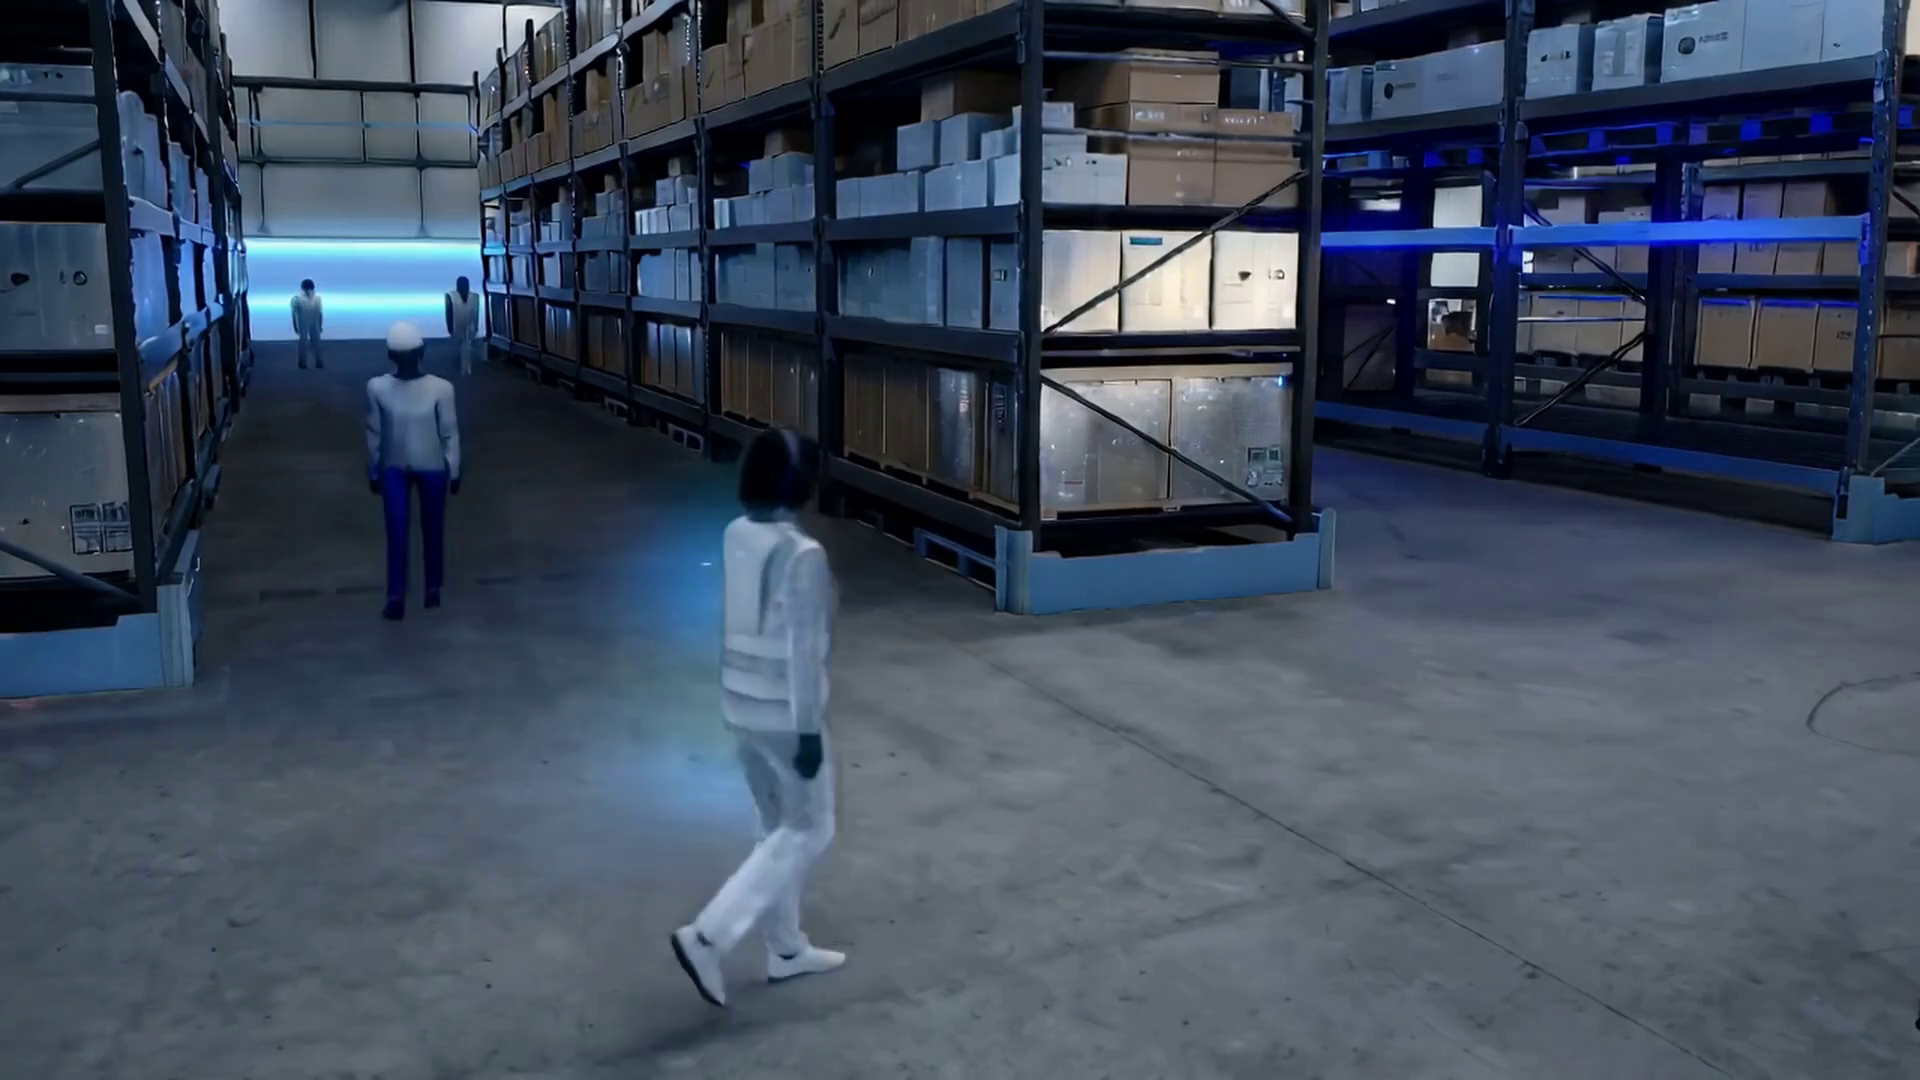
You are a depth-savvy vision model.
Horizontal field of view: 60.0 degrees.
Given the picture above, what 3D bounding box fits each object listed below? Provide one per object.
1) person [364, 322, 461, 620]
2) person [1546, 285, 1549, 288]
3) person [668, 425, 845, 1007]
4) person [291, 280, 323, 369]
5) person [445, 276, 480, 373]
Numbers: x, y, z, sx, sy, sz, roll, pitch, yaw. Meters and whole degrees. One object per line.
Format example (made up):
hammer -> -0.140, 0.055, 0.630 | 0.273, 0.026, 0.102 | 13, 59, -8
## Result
person -> -3.195, -0.402, 9.711 | 0.549, 1.714, 0.892 | -2, 10, -9
person -> 12.387, -4.841, 35.766 | 0.783, 1.914, 0.606 | 7, 12, 36
person -> -0.567, 0.500, 4.622 | 0.532, 1.627, 0.522 | -7, 11, -34
person -> -12.734, -4.201, 32.455 | 0.572, 1.734, 0.382 | -9, 13, -42
person -> -9.326, -4.043, 31.223 | 0.642, 1.829, 0.582 | -5, 11, -26
